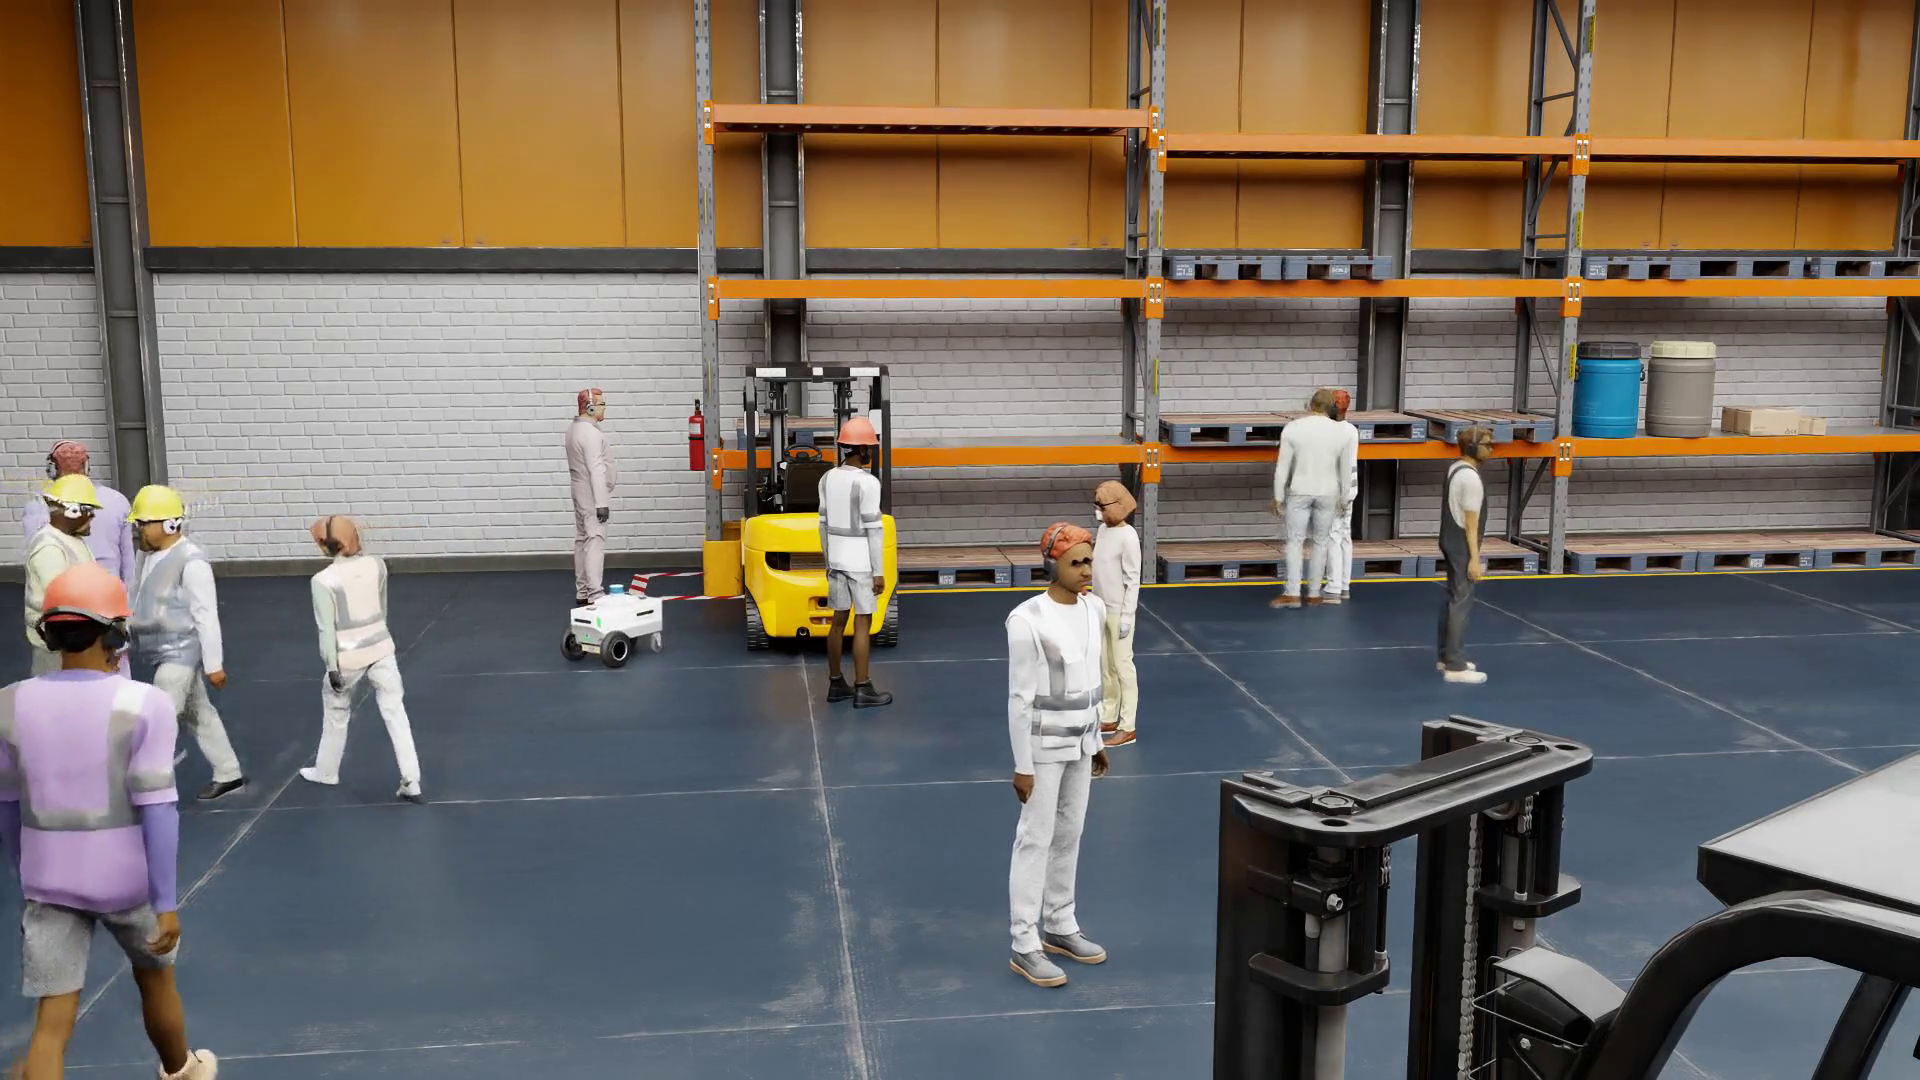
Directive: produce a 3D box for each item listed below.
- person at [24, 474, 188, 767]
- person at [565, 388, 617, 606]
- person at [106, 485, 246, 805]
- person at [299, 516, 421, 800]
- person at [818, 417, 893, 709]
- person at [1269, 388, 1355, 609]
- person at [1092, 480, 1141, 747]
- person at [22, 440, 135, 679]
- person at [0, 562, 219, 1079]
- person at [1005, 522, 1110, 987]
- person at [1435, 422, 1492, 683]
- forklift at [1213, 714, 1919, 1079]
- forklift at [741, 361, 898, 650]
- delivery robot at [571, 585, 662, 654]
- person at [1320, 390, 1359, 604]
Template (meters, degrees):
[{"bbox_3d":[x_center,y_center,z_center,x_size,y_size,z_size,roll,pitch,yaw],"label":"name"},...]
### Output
[{"bbox_3d":[-4.857,0.529,9.221,0.894,1.772,0.614,-2,9,-10],"label":"person"},{"bbox_3d":[-3.157,-0.356,14.358,0.409,1.907,0.651,-5,10,-29],"label":"person"},{"bbox_3d":[-4.239,0.597,8.792,0.602,1.779,0.921,8,12,42],"label":"person"},{"bbox_3d":[-3.309,0.643,9.140,0.892,1.582,0.536,6,11,35],"label":"person"},{"bbox_3d":[-0.692,0.148,11.117,0.549,1.936,0.377,9,13,44],"label":"person"},{"bbox_3d":[3.024,-0.349,14.368,0.726,1.914,0.449,1,9,7],"label":"person"},{"bbox_3d":[0.936,0.445,10.210,0.282,1.633,0.499,-3,10,-20],"label":"person"},{"bbox_3d":[-5.241,0.359,9.901,0.403,1.906,0.651,6,11,33],"label":"person"},{"bbox_3d":[-2.767,1.065,5.301,0.610,1.979,1.068,-1,9,-3],"label":"person"},{"bbox_3d":[0.410,0.862,6.833,0.349,1.882,0.577,8,12,40],"label":"person"},{"bbox_3d":[3.576,0.084,11.808,0.327,1.843,0.514,0,9,1],"label":"person"},{"bbox_3d":[1.441,1.425,2.350,1.214,2.155,2.313,-7,12,-39],"label":"forklift"},{"bbox_3d":[-1.154,-0.340,13.365,1.214,2.155,2.313,-1,9,-7],"label":"forklift"},{"bbox_3d":[-2.563,0.578,12.448,0.477,0.478,0.707,6,11,33],"label":"delivery robot"},{"bbox_3d":[3.311,-0.382,14.640,0.358,1.879,0.578,6,11,33],"label":"person"}]
